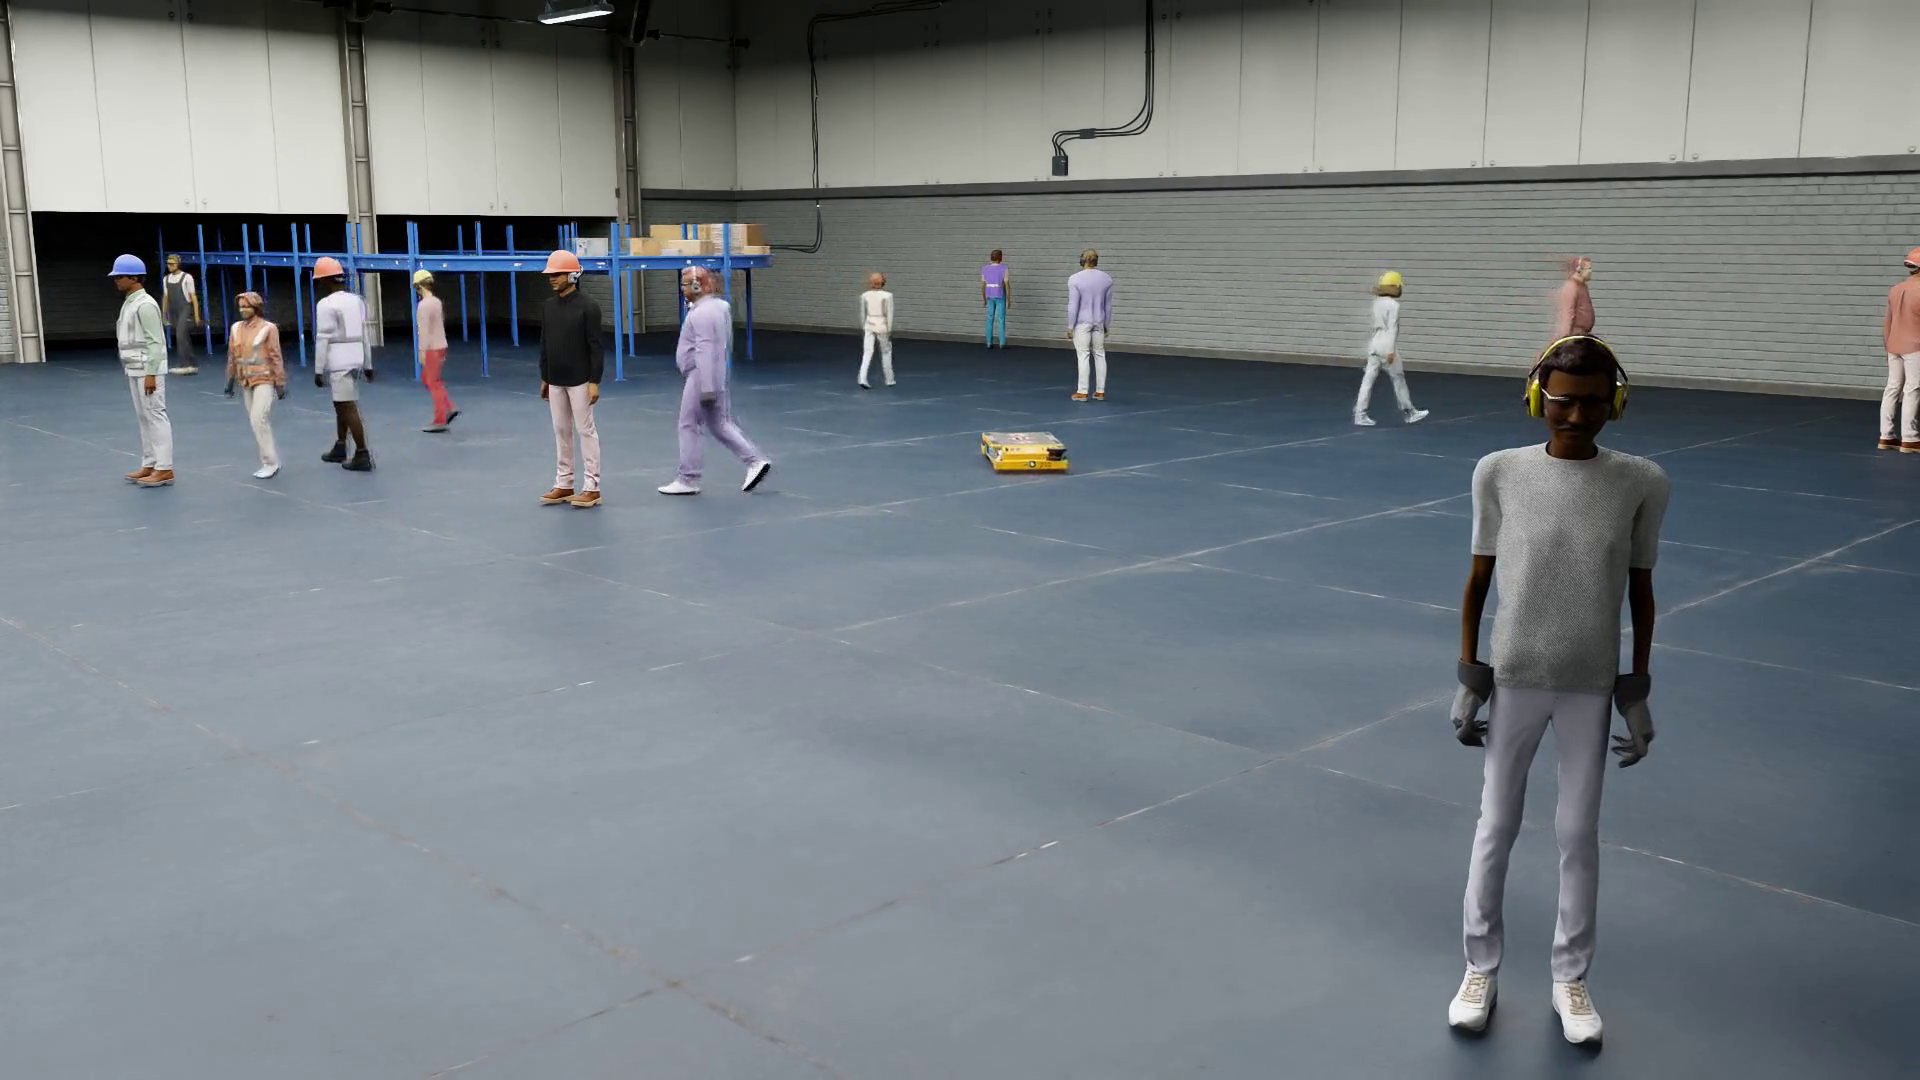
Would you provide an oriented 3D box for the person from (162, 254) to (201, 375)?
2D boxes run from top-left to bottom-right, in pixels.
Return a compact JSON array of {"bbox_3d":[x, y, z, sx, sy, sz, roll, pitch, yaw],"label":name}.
[{"bbox_3d":[-11.908,-3.410,25.214,0.538,1.817,0.803,4,11,19],"label":"person"}]

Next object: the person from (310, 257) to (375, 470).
[{"bbox_3d":[-5.693,-1.595,15.098,0.805,1.901,0.574,3,11,18],"label":"person"}]

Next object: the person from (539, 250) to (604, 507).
[{"bbox_3d":[-3.064,-1.264,13.043,0.622,1.993,0.382,6,12,31],"label":"person"}]

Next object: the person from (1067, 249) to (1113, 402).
[{"bbox_3d":[1.652,-2.752,21.315,0.629,1.939,0.371,-5,11,-24],"label":"person"}]

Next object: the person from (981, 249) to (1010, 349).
[{"bbox_3d":[0.670,-4.508,31.135,0.563,1.847,0.390,5,11,24],"label":"person"}]

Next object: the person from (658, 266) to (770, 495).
[{"bbox_3d":[-2.022,-1.310,13.644,0.853,1.876,0.676,0,10,2],"label":"person"}]

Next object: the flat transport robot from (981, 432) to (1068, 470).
[{"bbox_3d":[0.589,-0.850,15.606,0.652,0.197,1.431,-1,10,-5],"label":"flat transport robot"}]

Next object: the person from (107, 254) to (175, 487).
[{"bbox_3d":[-6.937,-1.437,14.113,0.404,1.948,0.605,-9,13,-39],"label":"person"}]

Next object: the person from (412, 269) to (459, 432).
[{"bbox_3d":[-5.730,-2.048,18.009,0.390,1.737,0.597,0,10,0],"label":"person"}]

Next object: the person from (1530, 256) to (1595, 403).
[{"bbox_3d":[7.271,-2.438,19.802,0.957,1.870,0.640,4,11,22],"label":"person"}]

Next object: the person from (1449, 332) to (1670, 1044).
[{"bbox_3d":[1.558,0.393,4.374,0.507,1.865,0.329,3,11,16],"label":"person"}]

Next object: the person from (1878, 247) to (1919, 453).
[{"bbox_3d":[9.348,-1.870,16.343,0.383,1.996,0.609,-2,11,-10],"label":"person"}]

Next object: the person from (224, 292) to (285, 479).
[{"bbox_3d":[-6.156,-1.338,14.480,0.522,1.623,0.507,5,12,26],"label":"person"}]

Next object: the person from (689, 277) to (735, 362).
[{"bbox_3d":[-2.879,-2.220,19.264,0.511,1.624,0.366,1,10,8],"label":"person"}]

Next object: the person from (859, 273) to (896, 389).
[{"bbox_3d":[-1.166,-2.908,23.092,0.528,1.599,0.844,5,11,23],"label":"person"}]

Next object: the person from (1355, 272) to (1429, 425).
[{"bbox_3d":[4.811,-2.131,18.558,0.887,1.691,0.510,-3,11,-18],"label":"person"}]
